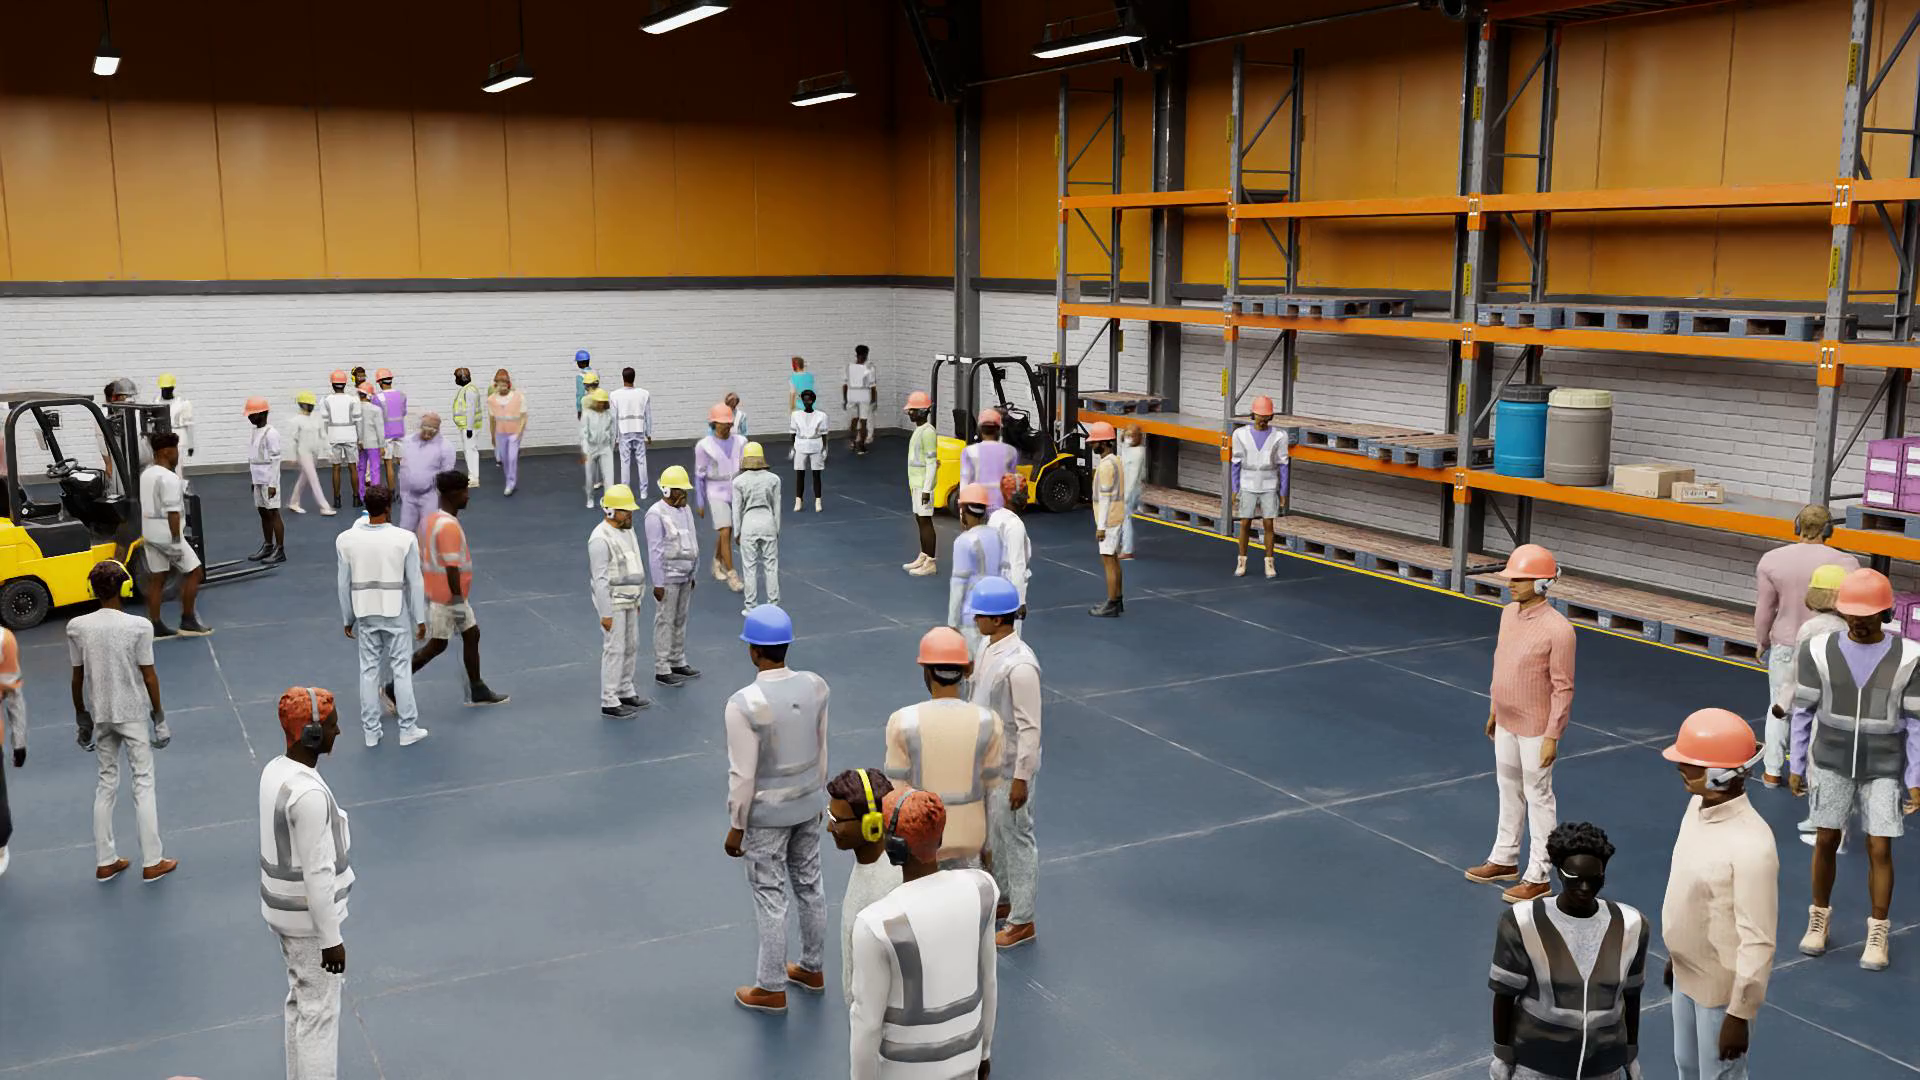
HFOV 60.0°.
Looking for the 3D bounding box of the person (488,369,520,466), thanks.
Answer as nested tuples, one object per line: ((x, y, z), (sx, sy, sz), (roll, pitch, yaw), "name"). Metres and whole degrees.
((-7.639, -2.051, 27.842), (0.507, 1.631, 0.266), (1, 10, 4), "person")

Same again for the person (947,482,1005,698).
((0.085, 0.539, 12.161), (0.404, 1.905, 0.536), (4, 11, 22), "person")

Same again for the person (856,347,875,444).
((-1.788, -2.703, 30.997), (0.349, 1.843, 0.506), (-9, 14, -43), "person")

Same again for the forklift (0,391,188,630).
((-9.026, -0.363, 16.508), (1.214, 2.155, 2.313), (6, 11, 29), "forklift")

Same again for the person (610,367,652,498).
((-4.762, -1.545, 24.103), (0.593, 1.922, 0.391), (-4, 10, -20), "person")

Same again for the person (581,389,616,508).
((-5.006, -1.247, 23.043), (0.497, 1.697, 0.911), (-5, 11, -25), "person")

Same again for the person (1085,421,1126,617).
((1.427, -0.203, 16.384), (0.408, 1.929, 0.540), (2, 10, 13), "person")

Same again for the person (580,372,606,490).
((-5.540, -1.642, 25.105), (0.315, 1.769, 0.523), (5, 11, 26), "person")

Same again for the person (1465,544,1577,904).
((3.121, 1.004, 9.209), (0.379, 1.996, 0.609), (-3, 10, -17), "person")

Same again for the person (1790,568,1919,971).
((4.500, 1.137, 8.366), (0.612, 2.029, 0.409), (7, 12, 34), "person")

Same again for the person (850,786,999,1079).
((-0.112, 1.721, 5.440), (0.575, 1.877, 0.348), (-8, 13, -39), "person")

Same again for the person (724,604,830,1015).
((-0.870, 1.263, 7.854), (0.404, 1.948, 0.605), (8, 13, 40), "person")

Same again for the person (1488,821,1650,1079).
((2.065, 1.768, 5.675), (0.540, 1.695, 0.317), (0, 10, 1), "person")

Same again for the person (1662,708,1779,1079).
((2.680, 1.571, 5.965), (0.392, 1.991, 0.613), (1, 10, 4), "person")

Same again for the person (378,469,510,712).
((-4.058, 0.403, 12.899), (0.954, 1.927, 0.619), (-4, 11, -22), "person")

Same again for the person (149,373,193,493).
((-10.994, -1.392, 23.254), (0.599, 1.909, 0.664), (1, 10, 5), "person")

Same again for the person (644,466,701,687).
((-2.366, 0.290, 13.803), (0.404, 1.827, 0.600), (3, 10, 19), "person")

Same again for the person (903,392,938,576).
((-0.444, -0.622, 18.438), (0.375, 2.042, 0.615), (-2, 10, -13), "person")

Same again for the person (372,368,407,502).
((-8.177, -1.501, 23.835), (0.386, 1.927, 0.545), (7, 12, 37), "person")

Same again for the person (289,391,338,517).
((-8.848, -1.178, 22.616), (0.969, 1.709, 0.536), (4, 11, 22), "person")

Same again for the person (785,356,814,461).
((-2.680, -2.215, 28.249), (0.703, 1.817, 0.582), (9, 13, 41), "person")

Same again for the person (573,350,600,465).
((-6.259, -2.216, 27.923), (0.417, 1.939, 0.605), (3, 10, 19), "person")

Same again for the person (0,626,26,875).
((-5.447, 1.071, 9.096), (0.602, 1.905, 0.694), (-6, 11, -30), "person")

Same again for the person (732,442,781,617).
((-1.997, -0.098, 16.346), (0.483, 1.729, 0.376), (-3, 10, -16), "person")

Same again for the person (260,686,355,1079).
((-2.598, 1.506, 6.670), (0.361, 1.879, 0.583), (-7, 12, -33), "person")

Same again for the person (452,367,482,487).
((-7.520, -1.722, 25.400), (0.429, 1.830, 0.638), (-4, 11, -24), "person")

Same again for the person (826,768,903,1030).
((-0.299, 1.679, 5.728), (0.325, 1.862, 0.511), (-1, 10, -8), "person")

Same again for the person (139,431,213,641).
((-7.269, -0.045, 15.381), (0.630, 1.939, 0.665), (8, 12, 37), "person")

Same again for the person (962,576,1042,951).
((0.220, 1.138, 8.588), (0.402, 1.944, 0.605), (-3, 10, -19), "person")

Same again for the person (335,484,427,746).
((-4.181, 0.549, 12.055), (0.599, 1.917, 0.377), (0, 10, -2), "person")

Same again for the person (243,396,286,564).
((-8.019, -0.691, 19.145), (0.544, 1.936, 0.359), (9, 13, 41), "person")

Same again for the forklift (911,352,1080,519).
((0.460, -1.461, 22.833), (2.313, 2.155, 1.214), (-5, 11, -28), "forklift")

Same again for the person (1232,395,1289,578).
((3.286, -0.576, 18.240), (0.622, 2.030, 0.449), (2, 10, 12), "person")

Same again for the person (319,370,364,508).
((-8.639, -1.410, 23.273), (0.552, 1.939, 0.355), (-3, 10, -17), "person")

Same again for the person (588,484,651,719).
((-2.626, 0.470, 12.808), (0.403, 1.817, 0.602), (2, 10, 12), "person")

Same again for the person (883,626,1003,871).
((-0.083, 1.346, 7.518), (0.561, 1.908, 0.503), (-2, 10, -10), "person")

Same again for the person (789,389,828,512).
((-2.084, -1.230, 22.928), (0.531, 1.697, 0.320), (0, 10, 0), "person")

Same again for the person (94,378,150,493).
((-10.331, -1.013, 20.697), (0.536, 2.000, 0.684), (5, 11, 28), "person")

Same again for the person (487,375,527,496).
((-6.646, -1.532, 24.434), (0.574, 1.779, 0.846), (1, 10, 6), "person")

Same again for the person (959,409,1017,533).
((0.267, -0.341, 16.985), (0.609, 1.978, 1.076), (-2, 10, -9), "person")

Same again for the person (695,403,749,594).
((-2.518, -0.479, 17.759), (0.609, 2.000, 1.041), (-7, 12, -35), "person")

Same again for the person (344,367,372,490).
((-9.029, -1.689, 25.115), (0.332, 1.864, 0.505), (6, 11, 29), "person")

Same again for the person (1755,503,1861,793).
((5.600, 0.720, 11.033), (0.627, 1.933, 0.371), (6, 12, 33), "person")

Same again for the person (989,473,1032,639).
((0.382, 0.409, 12.995), (0.350, 1.878, 0.570), (-2, 10, -14), "person")

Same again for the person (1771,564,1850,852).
((5.181, 1.002, 10.027), (0.481, 1.716, 0.541), (-5, 11, -26), "person")

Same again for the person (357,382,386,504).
((-8.377, -1.359, 23.558), (0.572, 1.743, 0.367), (3, 10, 16), "person")

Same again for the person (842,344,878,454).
((-1.768, -2.491, 29.458), (0.643, 1.949, 0.430), (3, 10, 18), "person")

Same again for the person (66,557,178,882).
((-4.788, 1.028, 9.484), (0.515, 1.859, 0.317), (1, 10, 4), "person")

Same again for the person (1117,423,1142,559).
((1.928, -0.571, 19.362), (0.353, 1.613, 0.533), (-2, 10, -9), "person")

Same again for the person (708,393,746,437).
((-3.292, -1.296, 23.616), (0.569, 1.581, 0.873), (-6, 11, -29), "person")

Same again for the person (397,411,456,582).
((-5.828, -0.474, 18.124), (0.727, 1.866, 0.428), (3, 10, 15), "person")
